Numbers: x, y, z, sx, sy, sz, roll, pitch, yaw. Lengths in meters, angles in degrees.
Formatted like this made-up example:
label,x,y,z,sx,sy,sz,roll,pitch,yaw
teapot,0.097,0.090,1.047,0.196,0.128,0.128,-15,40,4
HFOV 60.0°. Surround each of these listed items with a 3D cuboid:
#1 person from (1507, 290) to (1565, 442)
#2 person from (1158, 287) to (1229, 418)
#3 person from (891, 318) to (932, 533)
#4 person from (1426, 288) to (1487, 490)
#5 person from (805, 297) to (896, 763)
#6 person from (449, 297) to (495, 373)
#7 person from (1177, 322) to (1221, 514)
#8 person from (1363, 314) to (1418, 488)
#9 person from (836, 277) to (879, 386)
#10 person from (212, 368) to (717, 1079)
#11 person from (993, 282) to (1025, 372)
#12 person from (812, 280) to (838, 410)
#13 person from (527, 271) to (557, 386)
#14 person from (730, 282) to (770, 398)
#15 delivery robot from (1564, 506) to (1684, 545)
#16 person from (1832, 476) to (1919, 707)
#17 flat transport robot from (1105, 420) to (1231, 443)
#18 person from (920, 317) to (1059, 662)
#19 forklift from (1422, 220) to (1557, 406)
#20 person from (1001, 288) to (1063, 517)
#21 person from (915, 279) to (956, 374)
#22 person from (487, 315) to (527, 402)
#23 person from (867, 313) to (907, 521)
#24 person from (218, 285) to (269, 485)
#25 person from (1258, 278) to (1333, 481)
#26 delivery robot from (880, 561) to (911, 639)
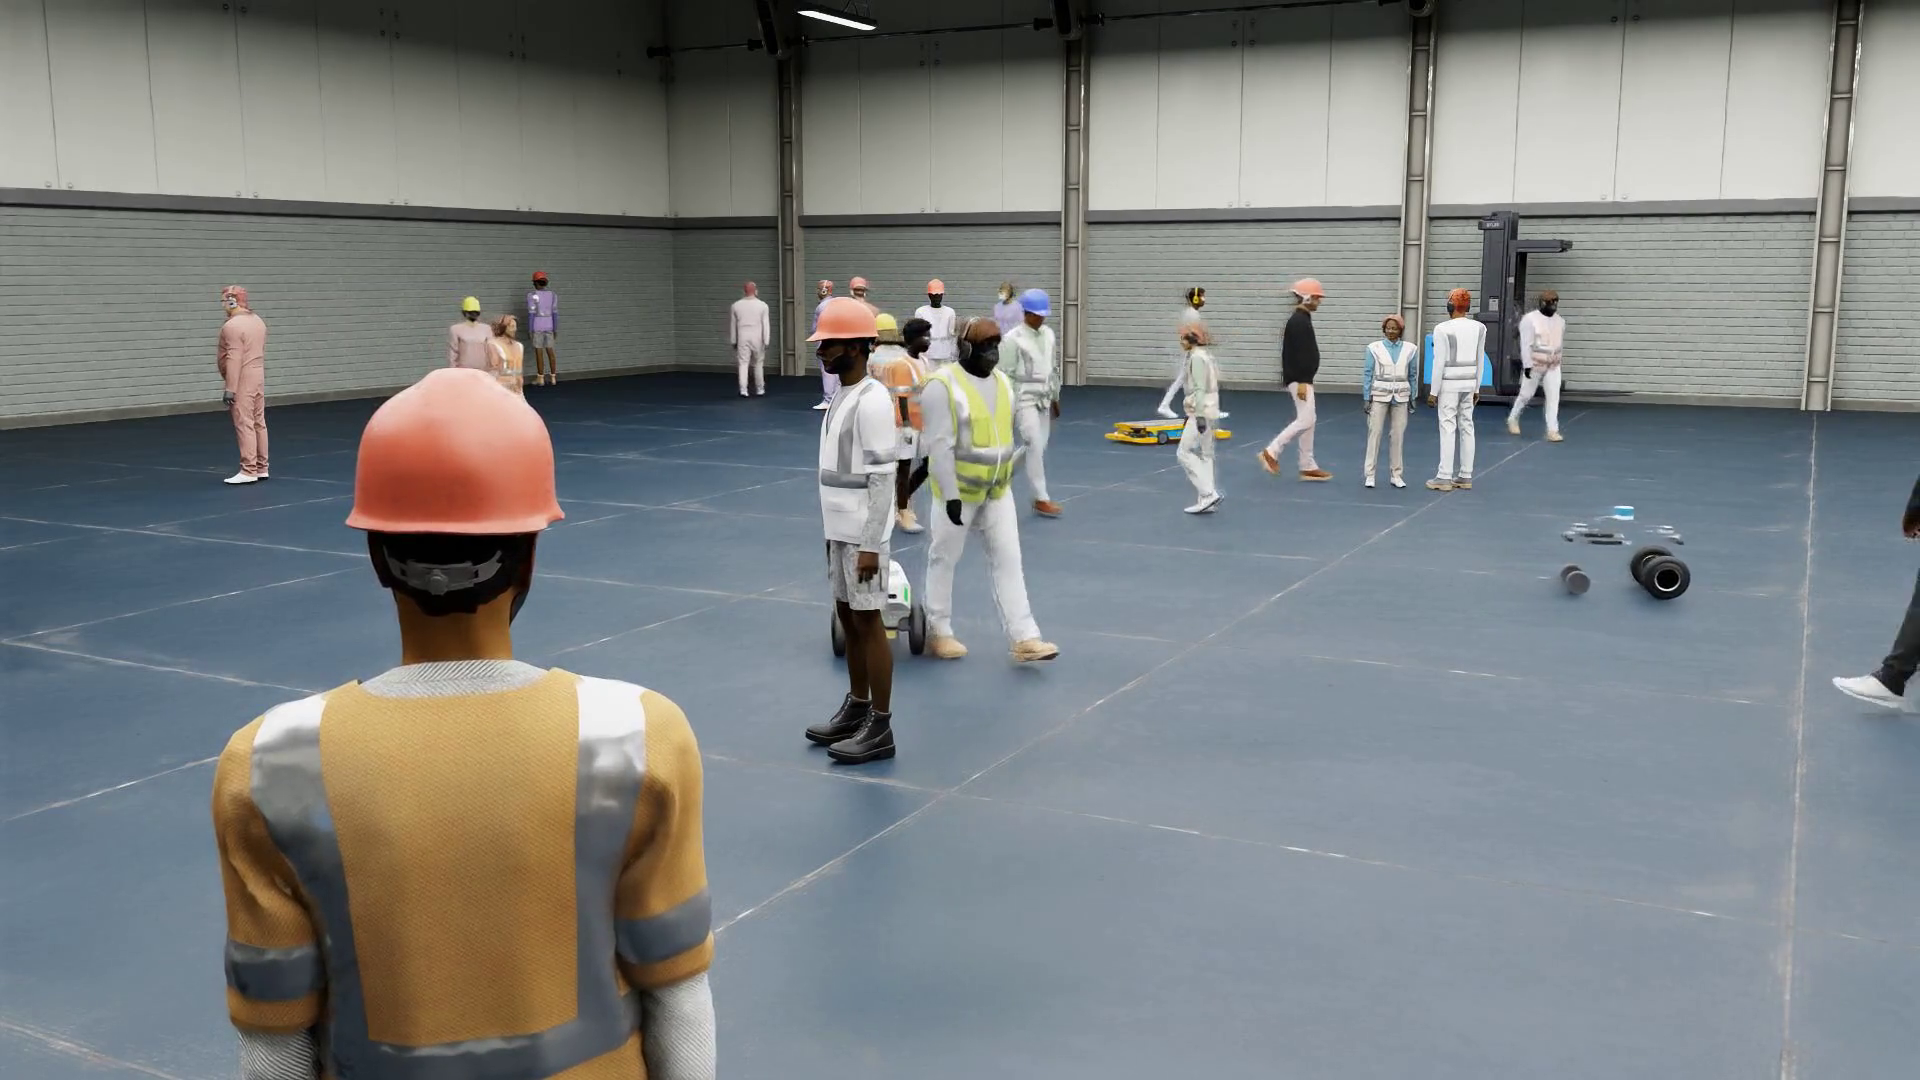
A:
label,x,y,z,sx,sy,sz,roll,pitch,yaw
person,7.061,-2.141,20.323,0.611,1.817,0.868,-2,9,-12
person,3.243,-2.616,23.226,0.967,1.832,0.514,0,9,-2
person,-0.385,-0.908,13.113,0.381,1.681,0.543,6,11,34
person,4.655,-1.415,15.630,0.575,1.883,0.355,-4,10,-23
person,-0.462,-0.046,7.019,0.357,1.937,0.551,-4,10,-21
person,-5.755,-2.014,19.789,0.551,1.718,0.880,-6,11,-32
person,2.005,-1.024,14.013,0.370,1.619,0.535,3,10,16
person,4.071,-1.311,15.750,0.517,1.635,0.314,0,9,0
person,-1.351,-2.415,21.524,0.639,1.967,0.476,-4,10,-25
person,-0.565,0.767,2.003,0.544,1.939,0.354,-2,9,-13
person,0.727,-2.817,24.310,0.629,1.889,1.060,8,12,41
person,-1.988,-2.892,24.655,0.408,1.913,0.642,2,9,13
person,-7.484,-3.782,29.736,0.375,2.042,0.615,8,12,41
person,-3.401,-3.241,26.987,0.659,1.860,0.980,1,9,4
delivery robot,4.256,-0.101,10.654,0.698,0.223,0.335,2,9,12
person,4.532,-0.149,7.773,0.790,1.891,0.623,3,10,16
flat transport robot,2.527,-1.331,20.198,1.431,0.197,0.652,-5,11,-30
person,0.128,-0.241,8.621,0.622,1.800,0.916,-8,12,-39
forklift,8.245,-3.527,25.720,1.873,2.768,1.129,5,10,27
person,0.523,-1.164,14.012,0.783,1.901,0.663,8,12,42
person,-0.306,-2.367,21.333,0.551,1.936,0.356,-3,10,-18
person,-4.704,-1.528,17.235,0.873,1.595,0.514,6,11,32
person,-0.561,-1.017,13.761,0.492,1.691,0.878,-4,10,-25
person,-6.955,-1.503,16.104,0.410,1.907,0.642,0,9,1
person,3.303,-1.552,16.165,0.644,1.979,0.667,2,10,15
delivery robot,-0.466,0.274,9.142,0.477,0.478,0.707,-1,9,-6
